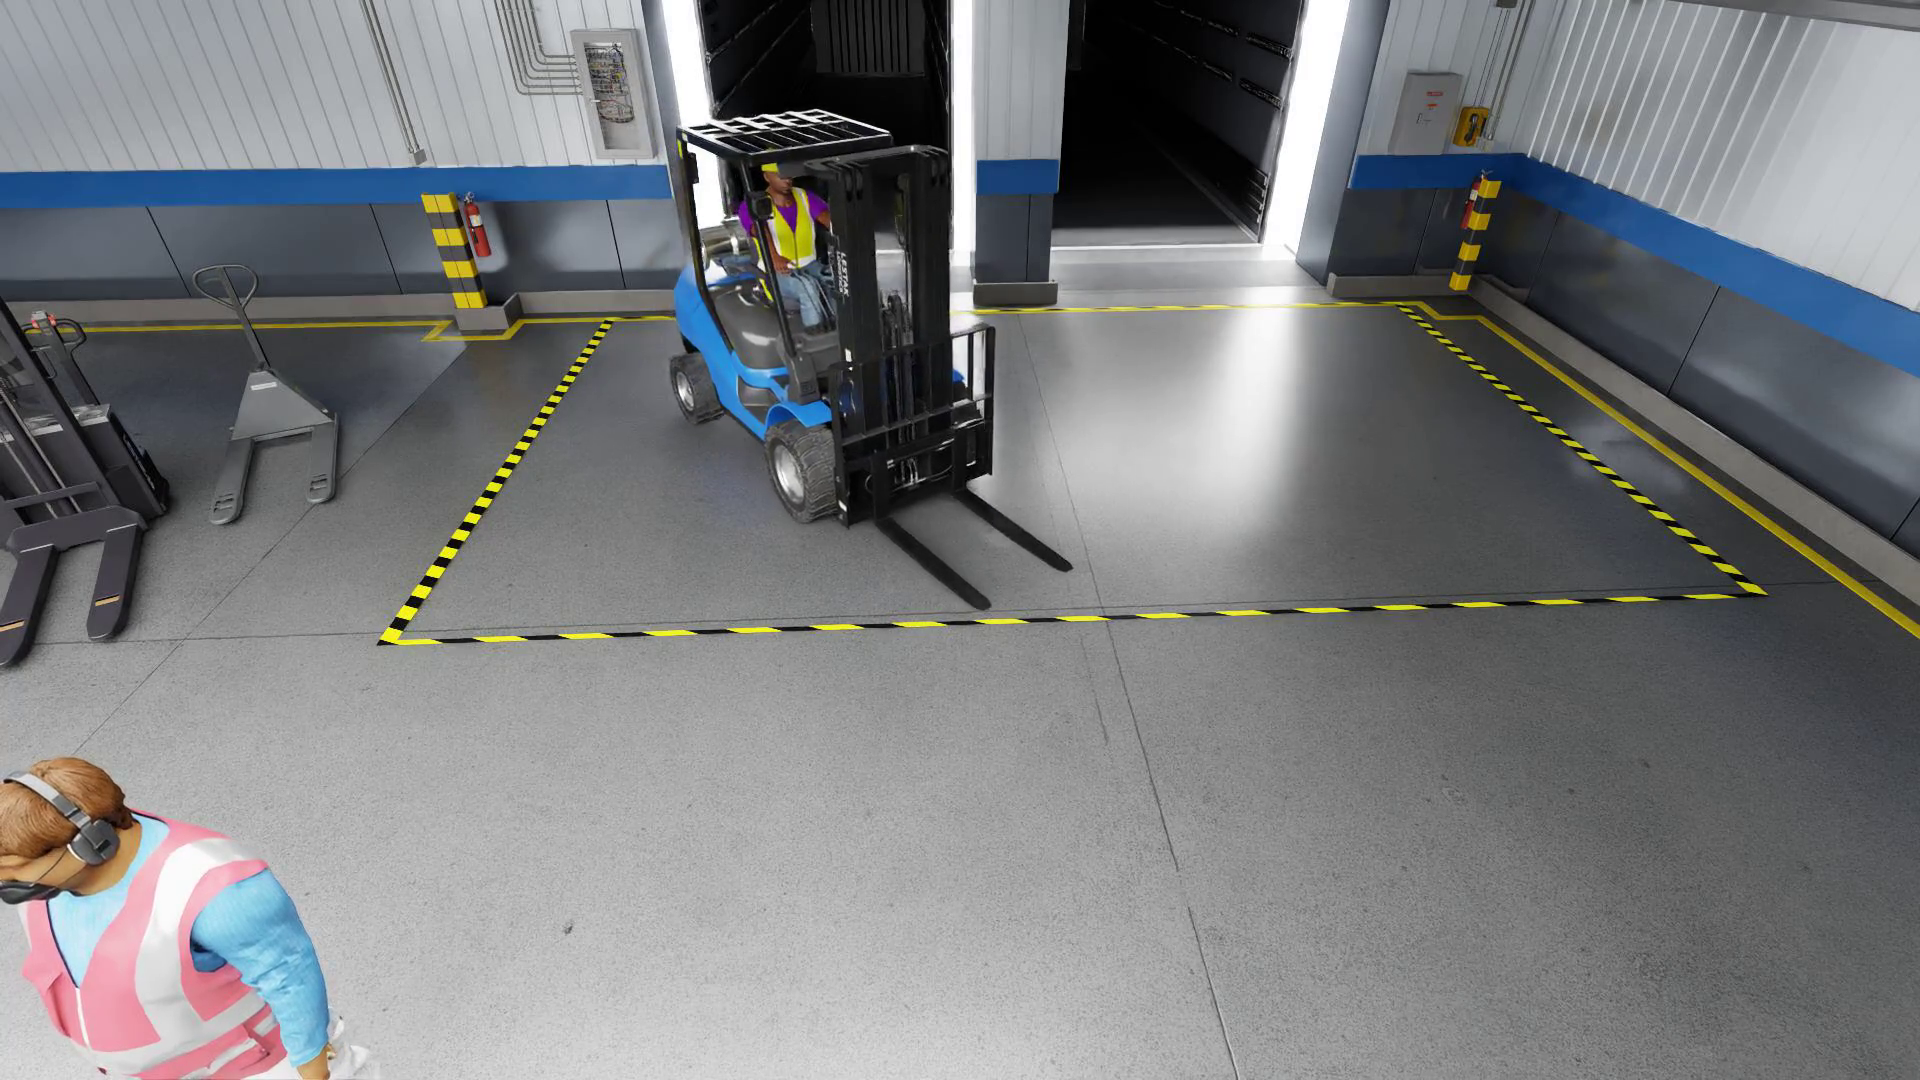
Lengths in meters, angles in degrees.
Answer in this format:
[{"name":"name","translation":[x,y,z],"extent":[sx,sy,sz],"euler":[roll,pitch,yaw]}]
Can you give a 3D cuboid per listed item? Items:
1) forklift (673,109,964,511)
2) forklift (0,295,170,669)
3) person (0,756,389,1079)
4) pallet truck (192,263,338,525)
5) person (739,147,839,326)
[{"name":"forklift","translation":[-1.016,-1.673,6.083],"extent":[1.157,2.036,2.680],"euler":[-22,41,-29]},{"name":"forklift","translation":[-5.212,-0.618,4.878],"extent":[0.823,1.965,1.885],"euler":[-20,39,-26]},{"name":"person","translation":[-1.887,1.234,2.351],"extent":[0.618,1.845,0.431],"euler":[8,36,11]},{"name":"pallet truck","translation":[-4.778,-1.027,6.128],"extent":[0.680,1.201,1.601],"euler":[-17,38,-23]},{"name":"person","translation":[-0.987,-1.797,5.933],"extent":[0.635,1.293,1.004],"euler":[-22,41,-29]}]
